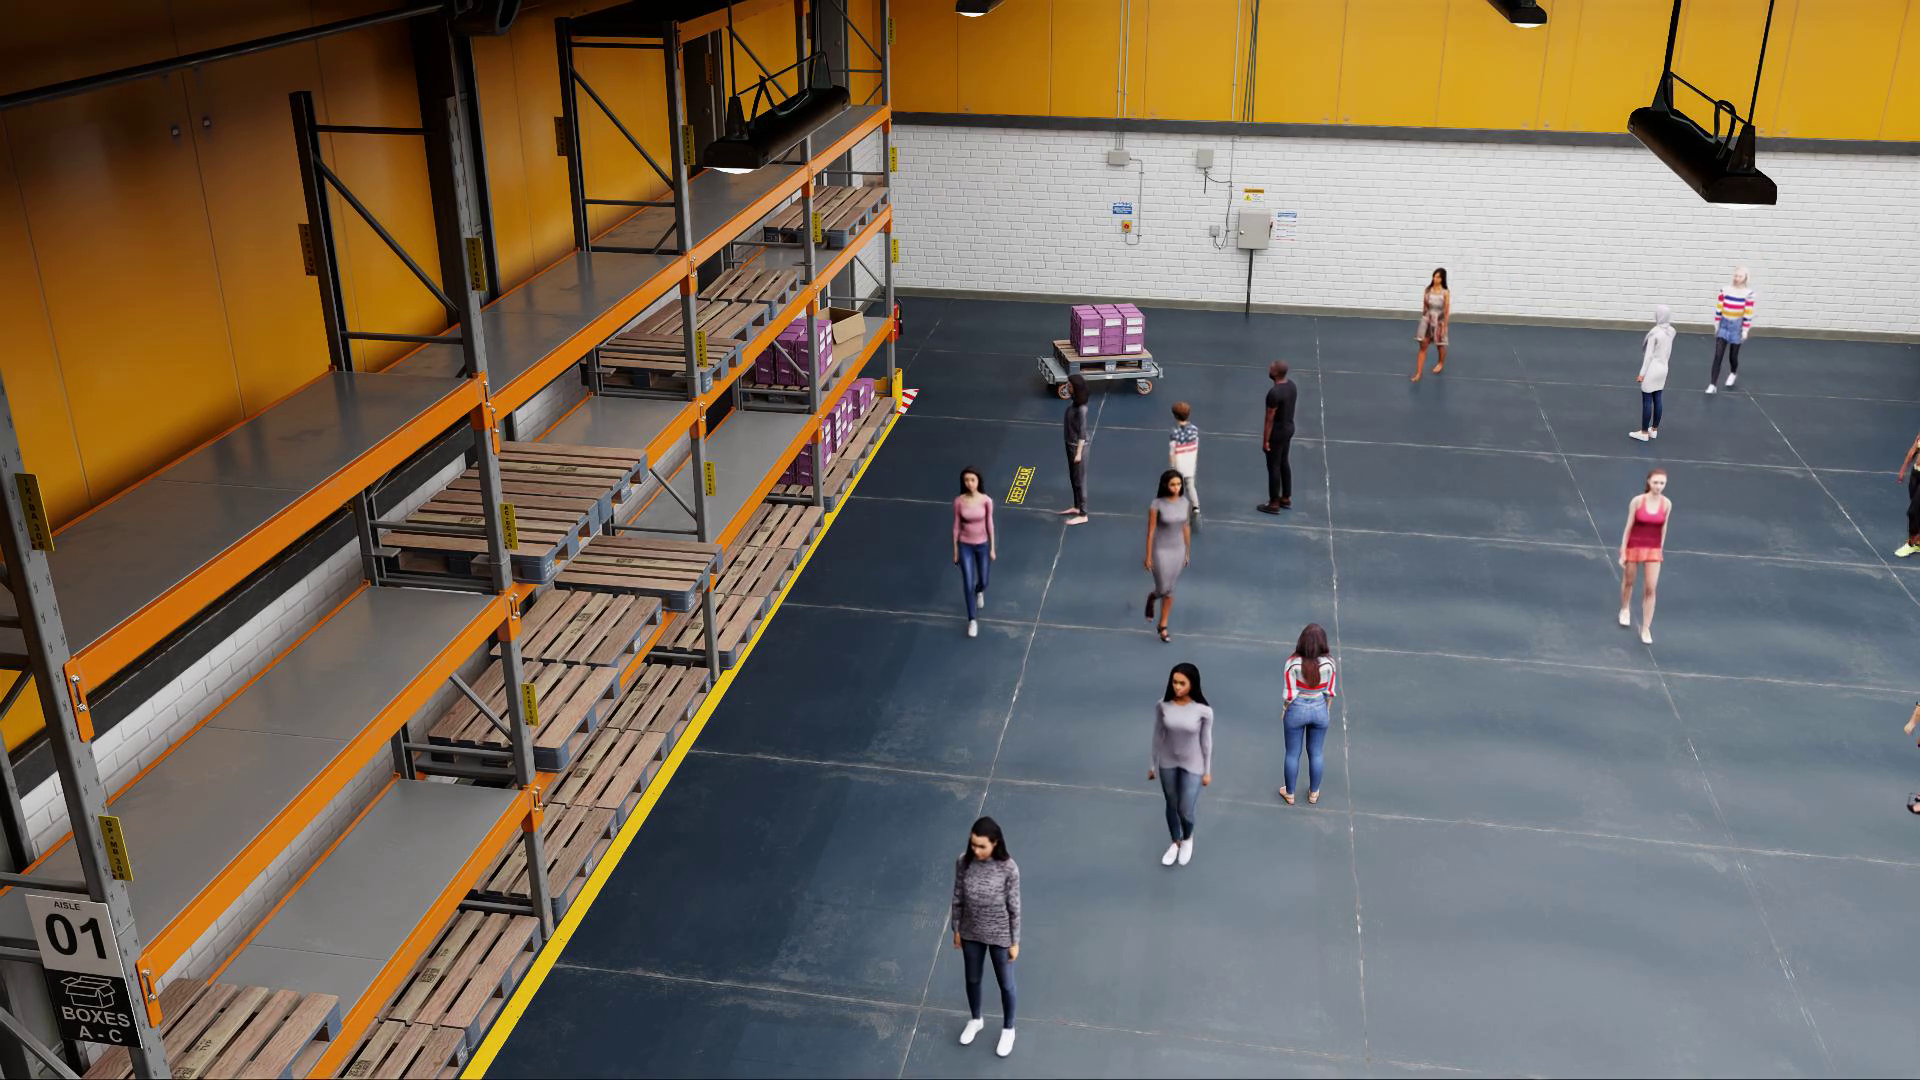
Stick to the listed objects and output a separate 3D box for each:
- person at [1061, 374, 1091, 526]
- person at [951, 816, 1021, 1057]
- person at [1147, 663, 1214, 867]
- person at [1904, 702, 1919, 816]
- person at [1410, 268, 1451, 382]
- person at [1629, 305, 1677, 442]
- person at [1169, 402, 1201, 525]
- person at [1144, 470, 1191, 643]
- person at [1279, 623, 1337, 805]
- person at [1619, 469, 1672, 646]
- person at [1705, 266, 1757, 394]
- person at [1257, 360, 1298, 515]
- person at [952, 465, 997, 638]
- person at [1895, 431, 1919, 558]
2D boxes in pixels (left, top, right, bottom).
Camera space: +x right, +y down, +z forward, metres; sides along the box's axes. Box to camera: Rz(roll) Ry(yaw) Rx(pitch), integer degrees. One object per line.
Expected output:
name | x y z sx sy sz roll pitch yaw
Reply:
person | 1.342 -1.050 18.973 0.716 1.762 0.550 -3 24 -6
person | 0.188 2.537 10.805 0.653 1.731 0.586 8 25 18
person | 1.732 1.694 12.745 0.702 1.723 0.694 12 27 26
person | 7.870 1.519 13.249 0.662 1.640 0.701 -10 25 -21
person | 6.853 -3.095 23.862 0.999 1.593 1.213 20 30 38
person | 8.987 -2.164 21.504 0.703 1.775 0.735 -12 26 -25
person | 2.578 -0.871 18.989 0.801 1.421 0.982 -7 25 -15
person | 1.983 0.131 16.260 0.776 1.771 0.854 -8 25 -18
person | 2.825 1.406 13.539 0.626 1.614 0.577 -1 24 -1
person | 6.722 0.085 16.430 0.621 1.718 1.032 6 24 14
person | 10.846 -2.944 23.289 1.036 1.776 1.214 20 30 37
person | 3.701 -1.202 19.257 0.817 1.813 0.699 19 30 37
person | 0.146 0.060 16.479 0.663 1.727 0.919 1 24 2
person | 10.583 -0.663 18.113 0.782 1.742 0.706 -6 24 -13
